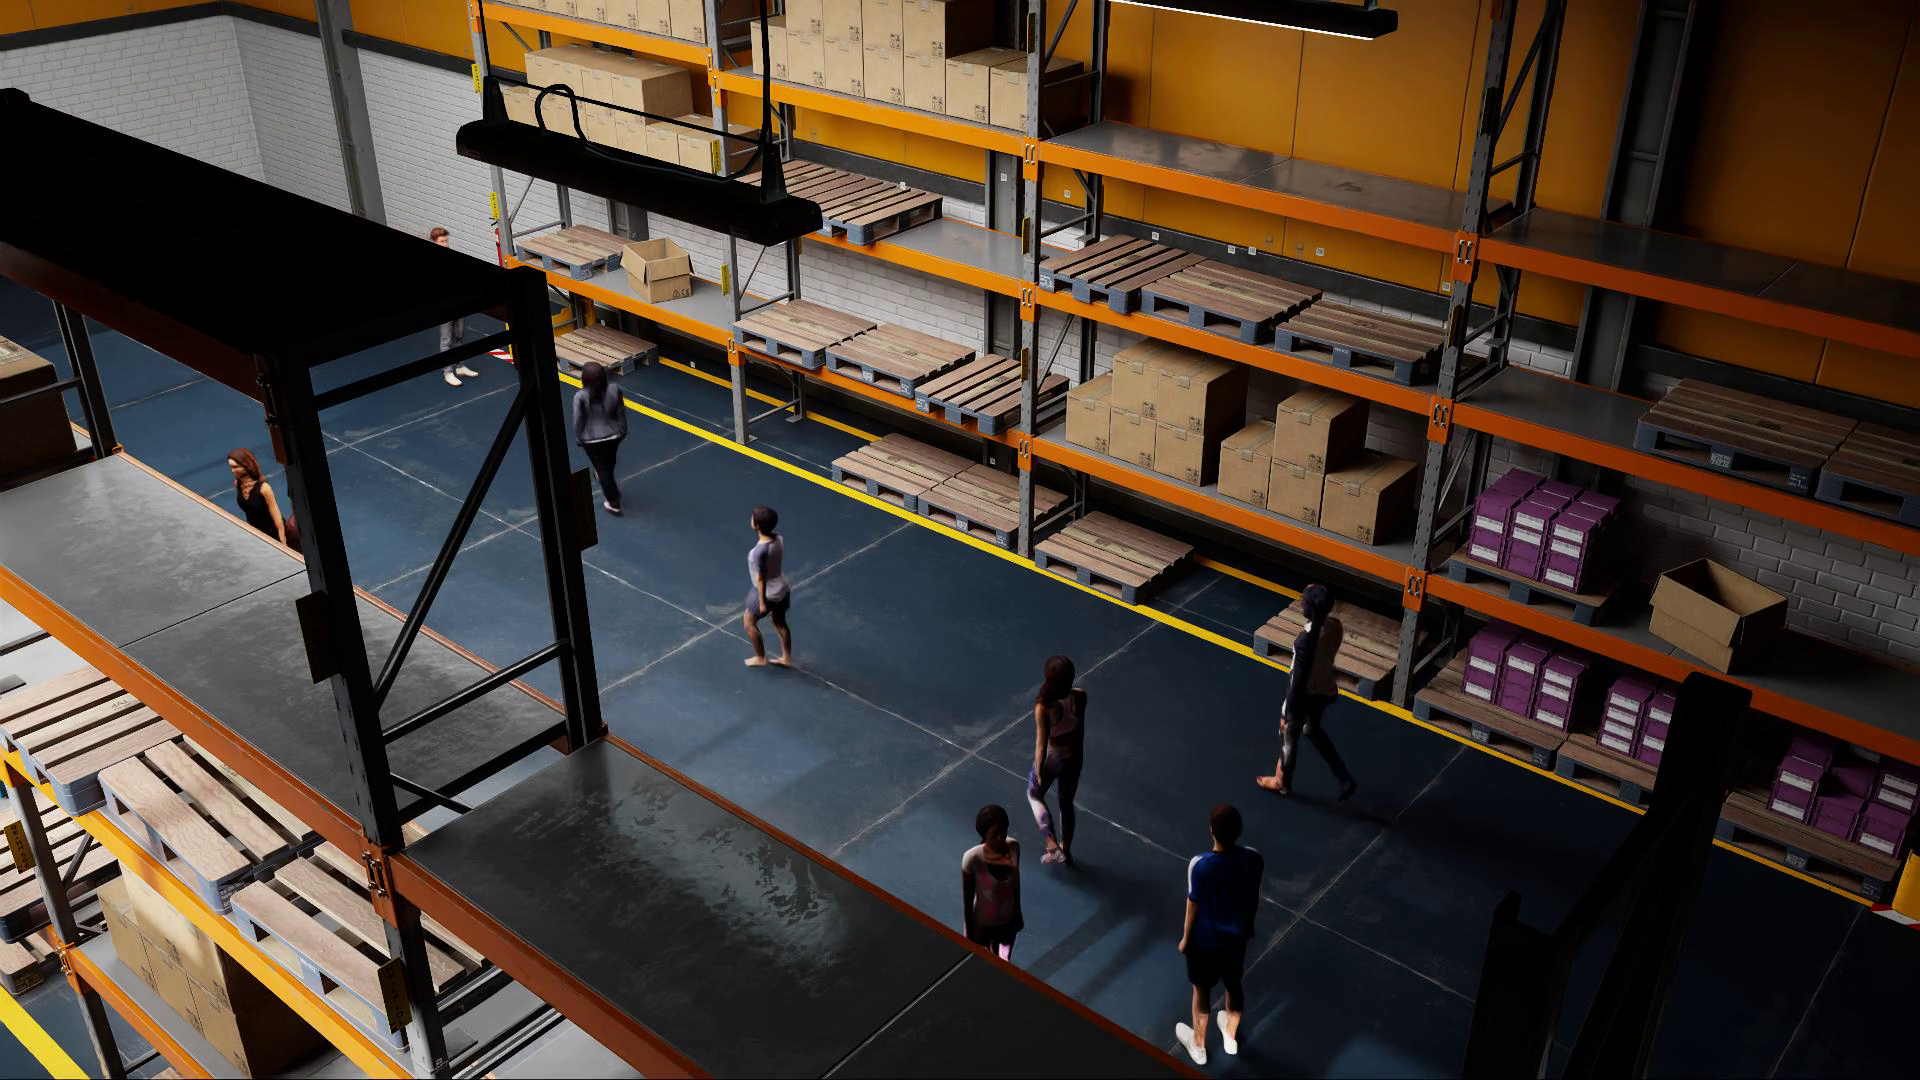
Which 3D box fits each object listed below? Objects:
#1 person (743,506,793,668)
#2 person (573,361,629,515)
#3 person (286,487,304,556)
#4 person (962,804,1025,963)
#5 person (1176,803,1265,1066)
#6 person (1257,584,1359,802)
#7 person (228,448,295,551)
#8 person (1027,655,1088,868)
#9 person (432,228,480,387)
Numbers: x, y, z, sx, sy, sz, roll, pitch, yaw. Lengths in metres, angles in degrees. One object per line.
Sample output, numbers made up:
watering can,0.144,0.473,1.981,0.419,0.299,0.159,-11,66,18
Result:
person,-1.559,0.436,14.122,0.708,1.547,0.659,12,31,21
person,-3.582,-1.012,16.769,0.812,1.555,1.080,-20,35,-32
person,-5.590,0.276,14.211,1.123,1.744,0.914,9,30,15
person,0.191,2.376,10.365,0.639,1.740,0.617,-16,32,-26
person,1.583,2.400,10.189,0.754,1.866,0.761,-9,30,-16
person,2.670,1.186,12.404,1.037,1.876,0.738,25,37,38
person,-6.014,0.002,14.679,1.186,1.776,0.986,9,30,17
person,0.749,1.617,11.734,0.726,1.762,0.787,-13,31,-23
person,-6.043,-2.786,19.667,0.632,1.894,0.705,13,31,22
